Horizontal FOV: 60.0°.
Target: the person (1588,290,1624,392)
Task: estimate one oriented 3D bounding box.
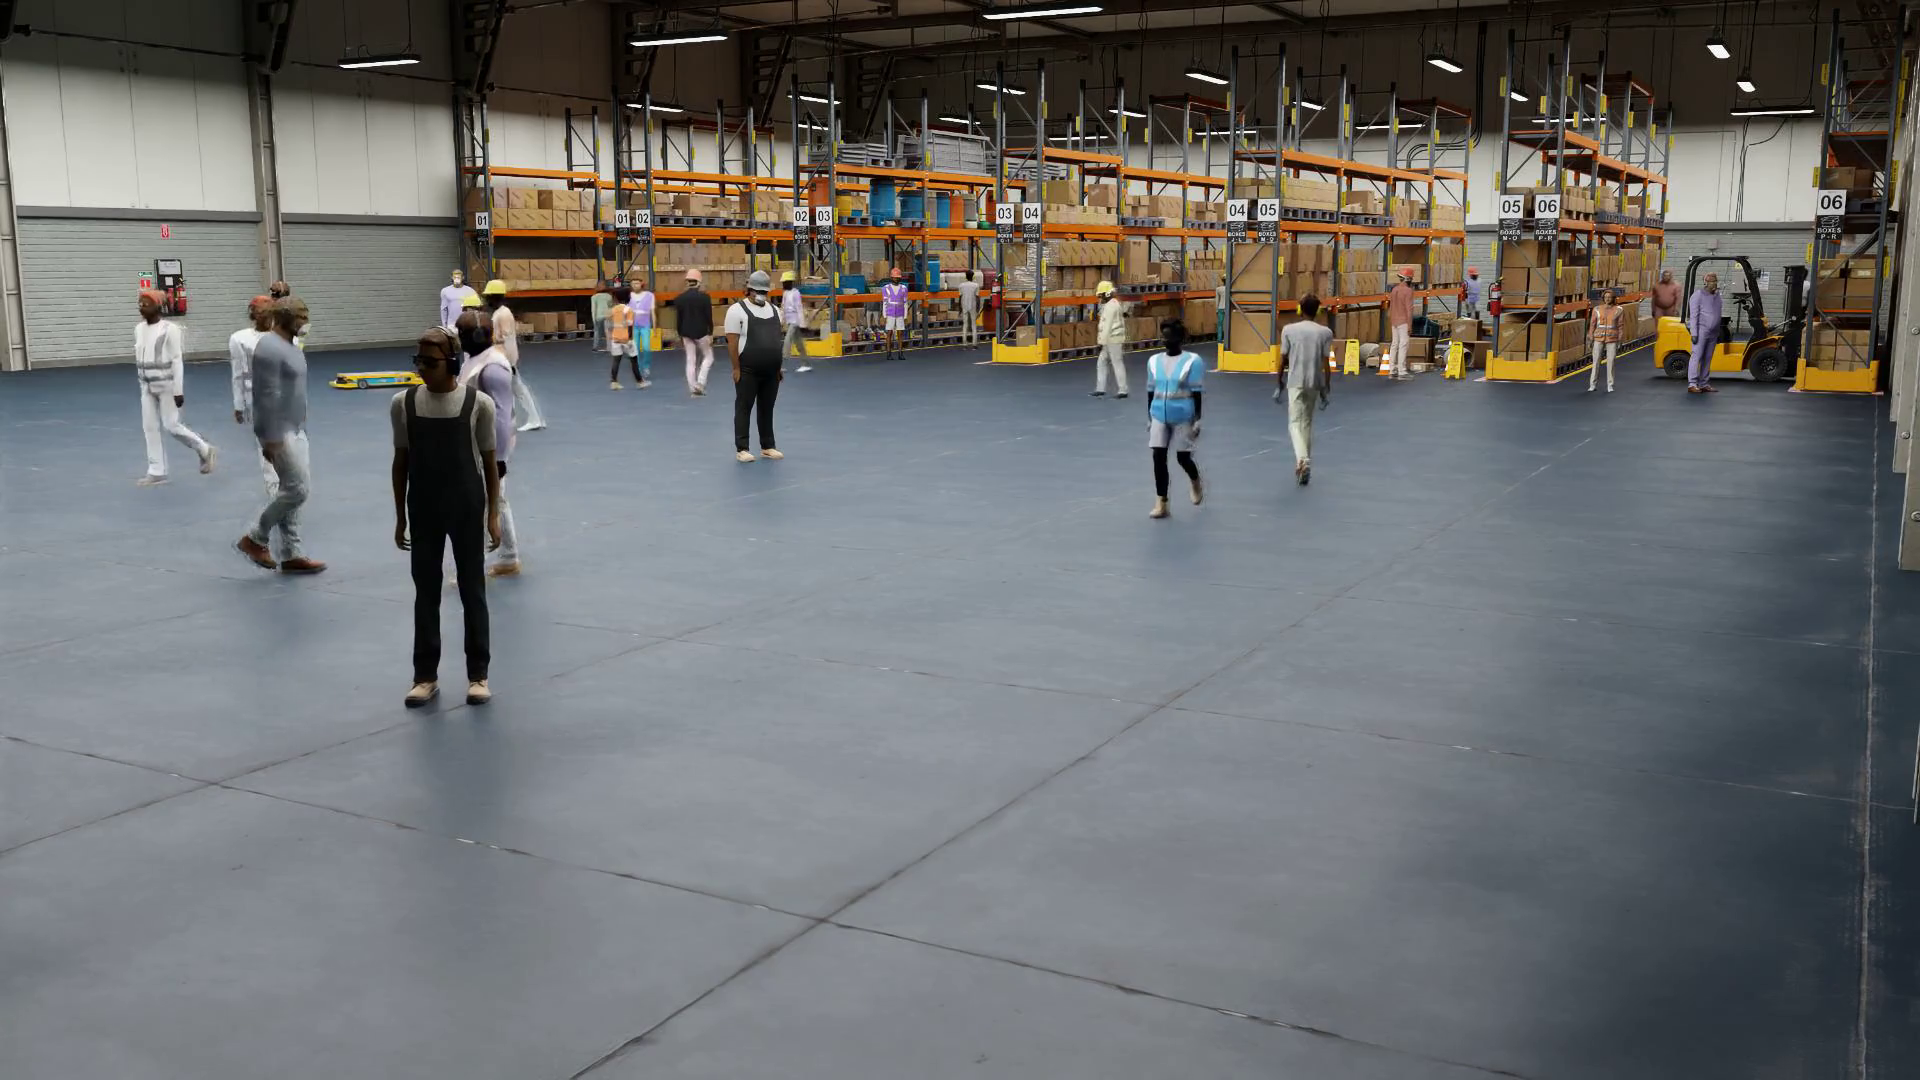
[{"bbox_3d":[10.380,-3.197,26.725,0.513,1.641,0.309,5,11,25],"label":"person"}]

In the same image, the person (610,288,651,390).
[{"bbox_3d":[-5.449,-3.278,27.139,0.559,1.680,0.593,7,12,35],"label":"person"}]

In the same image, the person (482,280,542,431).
[{"bbox_3d":[-5.663,-2.254,20.510,1.006,1.878,0.587,-3,10,-16],"label":"person"}]

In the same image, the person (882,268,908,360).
[{"bbox_3d":[-1.354,-4.725,34.850,0.540,1.930,0.384,-2,10,-11],"label":"person"}]

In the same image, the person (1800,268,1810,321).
[{"bbox_3d":[20.640,-5.745,40.931,0.603,1.888,0.805,6,12,33],"label":"person"}]

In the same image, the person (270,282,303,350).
[{"bbox_3d":[-9.036,-2.538,22.312,0.429,1.839,0.637,-4,10,-22],"label":"person"}]

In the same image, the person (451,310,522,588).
[{"bbox_3d":[-3.171,-0.611,11.053,0.429,1.845,0.635,-5,11,-28],"label":"person"}]

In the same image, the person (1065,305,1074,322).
[{"bbox_3d":[3.040,-6.253,44.001,0.515,1.863,0.350,-2,10,-13],"label":"person"}]

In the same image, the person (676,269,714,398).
[{"bbox_3d":[-4.058,-3.170,25.569,0.659,1.976,0.447,3,10,19],"label":"person"}]

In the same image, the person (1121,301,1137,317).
[{"bbox_3d":[4.330,-6.305,43.880,1.072,1.987,0.645,-9,13,-42],"label":"person"}]

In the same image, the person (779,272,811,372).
[{"bbox_3d":[-3.203,-4.078,31.186,0.964,1.879,0.604,-5,11,-25],"label":"person"}]

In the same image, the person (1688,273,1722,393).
[{"bbox_3d":[11.913,-3.297,26.540,0.639,1.908,0.409,-5,11,-28],"label":"person"}]

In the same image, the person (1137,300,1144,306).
[{"bbox_3d":[5.509,-7.239,50.118,0.528,1.740,0.382,0,10,-1],"label":"person"}]

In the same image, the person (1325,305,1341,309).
[{"bbox_3d":[9.337,-5.686,41.332,0.509,1.629,0.315,2,10,13],"label":"person"}]

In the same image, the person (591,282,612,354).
[{"bbox_3d":[-8.027,-4.960,37.198,0.503,1.594,0.841,-5,11,-28],"label":"person"}]

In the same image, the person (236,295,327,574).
[{"bbox_3d":[-4.619,-0.704,11.323,0.465,1.920,0.673,-1,10,-5],"label":"person"}]

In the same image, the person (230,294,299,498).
[{"bbox_3d":[-6.059,-1.224,14.566,0.584,1.858,0.860,-7,12,-35],"label":"person"}]

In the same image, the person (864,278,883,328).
[{"bbox_3d":[-2.118,-5.565,40.604,0.501,1.636,0.280,3,10,20],"label":"person"}]

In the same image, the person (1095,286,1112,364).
[{"bbox_3d":[2.954,-4.368,33.665,0.556,1.602,0.514,-1,10,-3],"label":"person"}]

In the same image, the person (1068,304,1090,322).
[{"bbox_3d":[2.963,-5.884,41.956,0.597,1.813,0.715,8,12,39],"label":"person"}]

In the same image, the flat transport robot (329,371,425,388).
[{"bbox_3d":[-9.703,-2.680,27.704,1.431,0.197,0.652,-6,12,-33],"label":"flat transport robot"}]

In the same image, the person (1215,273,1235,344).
[{"bbox_3d":[6.423,-5.556,40.184,0.523,1.765,0.322,6,11,31],"label":"person"}]

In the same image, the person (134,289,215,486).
[{"bbox_3d":[-7.587,-1.466,15.936,0.576,1.867,0.726,5,11,25],"label":"person"}]

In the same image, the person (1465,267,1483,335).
[{"bbox_3d":[14.172,-6.579,45.857,0.547,1.869,0.904,-2,10,-11],"label":"person"}]

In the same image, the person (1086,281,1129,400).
[{"bbox_3d":[2.227,-3.013,25.203,0.745,1.786,0.643,1,10,4],"label":"person"}]

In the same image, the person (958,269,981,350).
[{"bbox_3d":[0.217,-5.357,38.720,0.533,1.864,0.310,1,10,8],"label":"person"}]

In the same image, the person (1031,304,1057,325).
[{"bbox_3d":[1.906,-5.213,37.706,0.626,1.931,0.375,0,10,0],"label":"person"}]

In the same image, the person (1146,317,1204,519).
[{"bbox_3d":[1.811,-1.031,13.923,0.538,1.674,0.606,6,11,32],"label":"person"}]

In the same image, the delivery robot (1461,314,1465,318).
[{"bbox_3d":[13.946,-6.015,46.126,0.477,0.478,0.707,-2,10,-11],"label":"delivery robot"}]

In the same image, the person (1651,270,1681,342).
[{"bbox_3d":[16.697,-5.458,39.331,0.655,1.869,0.958,5,11,25],"label":"person"}]

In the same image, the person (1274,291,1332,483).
[{"bbox_3d":[3.333,-1.481,16.088,0.518,1.847,0.823,0,10,-1],"label":"person"}]

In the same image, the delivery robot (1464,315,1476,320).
[{"bbox_3d":[13.854,-5.916,45.546,0.707,0.478,0.477,-2,10,-10],"label":"delivery robot"}]

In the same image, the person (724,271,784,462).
[{"bbox_3d":[-2.130,-1.859,17.724,0.673,2.000,0.536,-9,13,-41],"label":"person"}]

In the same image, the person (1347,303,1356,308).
[{"bbox_3d":[10.339,-6.297,44.170,0.547,1.884,0.996,8,12,38],"label":"person"}]

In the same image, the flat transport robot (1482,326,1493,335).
[{"bbox_3d":[14.609,-5.759,45.729,0.652,0.197,1.431,-1,10,-5],"label":"flat transport robot"}]

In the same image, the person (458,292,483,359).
[{"bbox_3d":[-5.643,-1.996,19.339,0.364,1.751,0.552,-5,11,-27],"label":"person"}]

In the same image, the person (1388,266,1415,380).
[{"bbox_3d":[7.814,-3.823,29.353,0.395,1.994,0.612,-3,10,-18],"label":"person"}]

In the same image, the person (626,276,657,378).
[{"bbox_3d":[-5.679,-3.753,29.429,0.607,1.825,0.493,0,10,-1],"label":"person"}]

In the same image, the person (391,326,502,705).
[{"bbox_3d":[-2.489,-0.111,8.076,0.507,1.842,0.351,-1,10,-4],"label":"person"}]

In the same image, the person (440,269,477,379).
[{"bbox_3d":[-8.861,-3.808,29.436,0.631,1.940,0.372,-2,10,-10],"label":"person"}]
